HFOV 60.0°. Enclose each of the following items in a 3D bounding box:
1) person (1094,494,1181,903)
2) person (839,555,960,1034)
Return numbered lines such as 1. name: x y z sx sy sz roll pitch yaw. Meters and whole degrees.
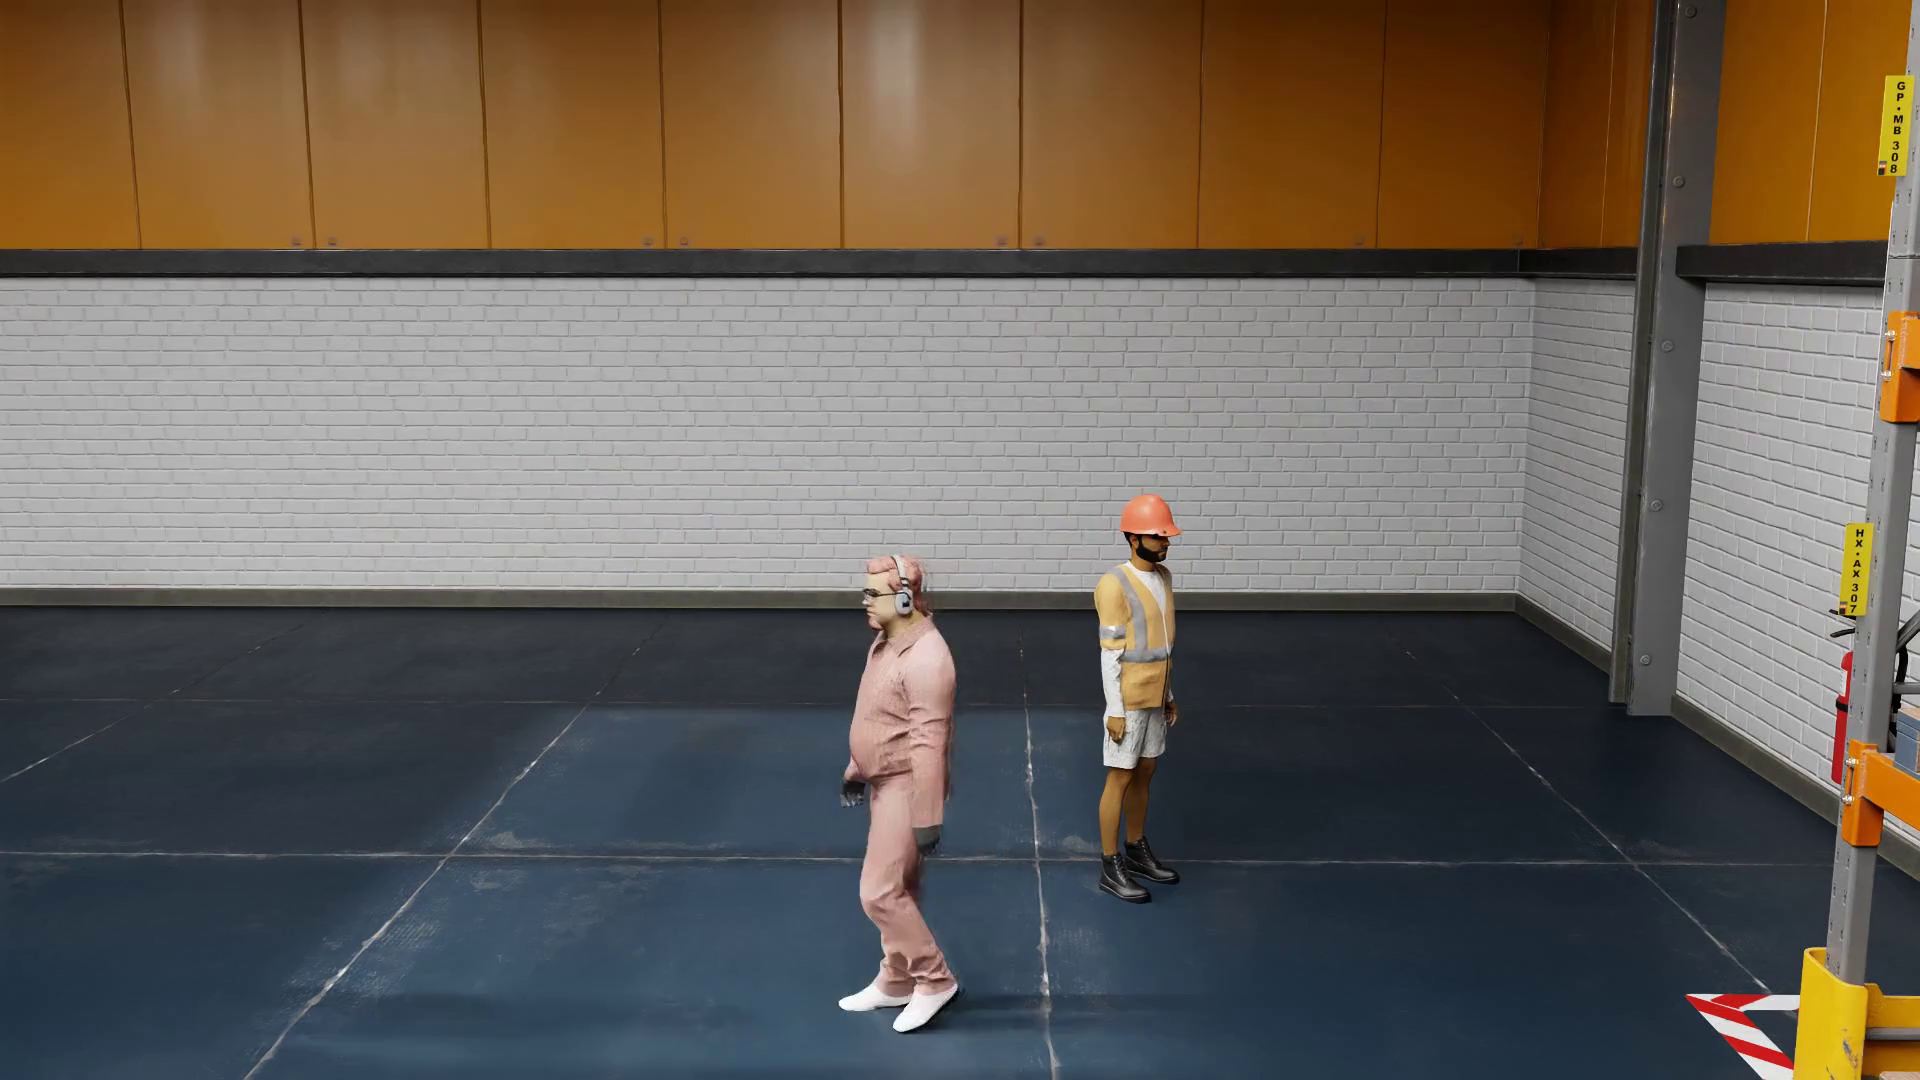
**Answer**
1. person: 0.873 0.740 7.946 0.361 1.939 0.543 7 12 37
2. person: -0.251 0.989 6.581 0.428 1.898 0.671 -2 10 -12
